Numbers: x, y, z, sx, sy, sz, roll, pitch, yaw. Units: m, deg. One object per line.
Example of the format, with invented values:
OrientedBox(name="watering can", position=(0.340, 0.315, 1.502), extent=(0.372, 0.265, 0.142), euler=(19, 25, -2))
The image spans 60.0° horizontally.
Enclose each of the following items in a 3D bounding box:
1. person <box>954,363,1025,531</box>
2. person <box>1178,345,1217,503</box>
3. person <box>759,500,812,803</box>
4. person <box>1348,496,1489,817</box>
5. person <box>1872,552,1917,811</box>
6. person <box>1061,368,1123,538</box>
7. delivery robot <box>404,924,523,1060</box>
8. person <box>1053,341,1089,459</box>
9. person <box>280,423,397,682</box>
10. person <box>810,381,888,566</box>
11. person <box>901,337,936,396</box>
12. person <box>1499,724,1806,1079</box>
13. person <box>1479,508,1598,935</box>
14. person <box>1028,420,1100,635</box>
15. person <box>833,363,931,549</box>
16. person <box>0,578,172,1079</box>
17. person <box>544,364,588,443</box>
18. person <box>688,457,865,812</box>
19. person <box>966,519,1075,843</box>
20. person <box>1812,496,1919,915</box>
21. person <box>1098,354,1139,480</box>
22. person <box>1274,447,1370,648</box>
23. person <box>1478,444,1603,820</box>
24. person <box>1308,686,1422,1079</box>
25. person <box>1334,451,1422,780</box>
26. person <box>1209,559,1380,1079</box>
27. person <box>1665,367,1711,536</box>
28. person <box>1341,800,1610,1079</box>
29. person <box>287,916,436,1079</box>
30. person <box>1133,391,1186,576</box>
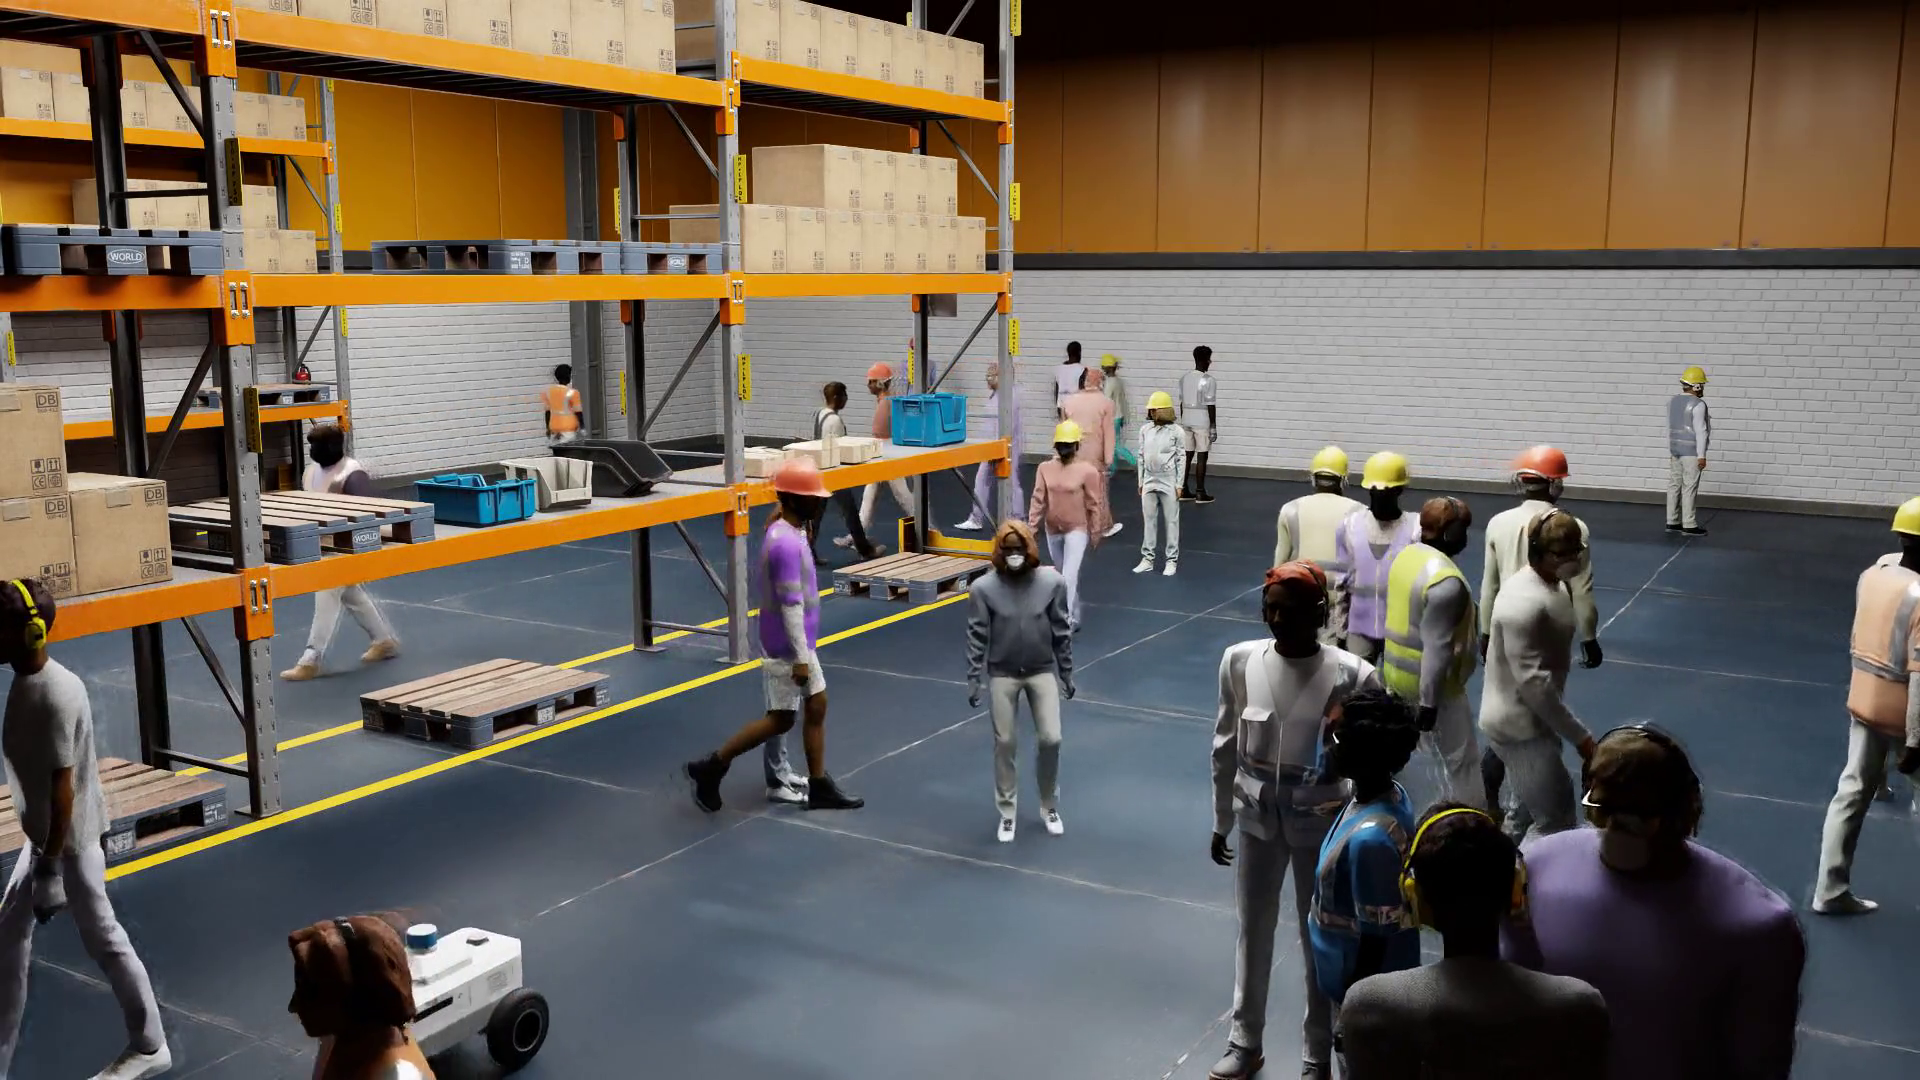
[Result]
OrientedBox(name="person", position=(0.331, -0.975, 18.044), extent=(0.863, 1.874, 0.647), euler=(-3, 9, -16))
OrientedBox(name="person", position=(2.959, -1.438, 20.658), extent=(0.373, 1.958, 0.607), euler=(-6, 11, -35))
OrientedBox(name="person", position=(-0.935, 0.590, 9.008), extent=(0.286, 1.632, 0.500), euler=(1, 9, 3))
OrientedBox(name="person", position=(2.211, 0.680, 7.994), extent=(0.931, 1.810, 0.632), euler=(-1, 9, -8))
OrientedBox(name="person", position=(5.084, 0.623, 8.822), extent=(0.270, 1.627, 0.499), euler=(-8, 12, -40))
OrientedBox(name="person", position=(1.357, -0.884, 17.570), extent=(0.719, 1.838, 1.036), euler=(6, 11, 32))
OrientedBox(name="delivery robot", position=(-1.874, 1.591, 5.823), extent=(0.477, 0.478, 0.707), euler=(5, 10, 28))
OrientedBox(name="person", position=(1.562, -1.850, 23.419), extent=(0.759, 1.899, 0.612), euler=(-9, 13, -43))
OrientedBox(name="person", position=(-4.452, 0.054, 11.868), extent=(0.644, 1.796, 0.971), euler=(7, 11, 37))
OrientedBox(name="person", position=(-1.174, -0.642, 16.182), extent=(0.918, 1.796, 0.513), euler=(-6, 11, -32))
OrientedBox(name="person", position=(-0.625, -2.048, 24.526), extent=(0.551, 1.934, 0.373), euler=(-4, 10, -23))
OrientedBox(name="person", position=(1.465, 1.308, 3.641), extent=(0.644, 1.920, 0.516), euler=(6, 11, 35))
OrientedBox(name="person", position=(2.409, 0.801, 6.857), extent=(0.515, 1.902, 0.644), euler=(5, 11, 31))
OrientedBox(name="person", position=(0.782, -0.052, 12.752), extent=(0.526, 1.722, 0.901), euler=(5, 11, 31))
OrientedBox(name="person", position=(-0.739, -0.829, 16.962), extent=(1.063, 1.939, 0.608), euler=(-1, 9, -4))
OrientedBox(name="person", position=(-3.120, 1.043, 5.540), extent=(0.545, 1.831, 0.910), euler=(9, 13, 44))
OrientedBox(name="person", position=(-5.053, -1.436, 21.503), extent=(0.546, 1.668, 0.636), euler=(5, 10, 28))
OrientedBox(name="person", position=(-0.954, 0.514, 8.639), extent=(0.848, 1.908, 0.559), euler=(0, 9, -2))
OrientedBox(name="person", position=(0.304, 0.707, 8.322), extent=(0.544, 1.626, 0.358), euler=(0, 9, -1))
OrientedBox(name="person", position=(4.222, 0.744, 7.281), extent=(0.927, 1.883, 0.594), euler=(-1, 9, -7))
OrientedBox(name="person", position=(2.184, -1.672, 22.744), extent=(0.629, 1.746, 0.540), euler=(3, 10, 18))
OrientedBox(name="person", position=(2.266, 0.323, 10.195), extent=(0.601, 1.786, 0.914), euler=(5, 10, 29))
OrientedBox(name="person", position=(2.984, 0.474, 8.756), extent=(0.981, 1.958, 0.620), euler=(-5, 10, -30))
OrientedBox(name="person", position=(1.143, 1.245, 4.712), extent=(0.318, 1.699, 0.535), euler=(2, 9, 14))
OrientedBox(name="person", position=(2.277, 0.469, 8.917), extent=(0.584, 1.912, 0.466), euler=(5, 11, 31))
OrientedBox(name="person", position=(1.133, 0.995, 5.704), extent=(0.577, 1.882, 0.349), euler=(5, 11, 30))
OrientedBox(name="person", position=(7.935, -0.966, 18.101), extent=(0.403, 1.833, 0.586), euler=(-2, 9, -13))
OrientedBox(name="person", position=(0.966, 1.443, 3.144), extent=(0.526, 1.826, 0.688), euler=(2, 9, 15))
OrientedBox(name="person", position=(-1.159, 1.511, 3.397), extent=(0.878, 1.592, 0.540), euler=(-5, 10, -27))
OrientedBox(name="person", position=(1.886, -0.532, 15.676), extent=(0.487, 1.741, 0.313), euler=(6, 11, 34))
